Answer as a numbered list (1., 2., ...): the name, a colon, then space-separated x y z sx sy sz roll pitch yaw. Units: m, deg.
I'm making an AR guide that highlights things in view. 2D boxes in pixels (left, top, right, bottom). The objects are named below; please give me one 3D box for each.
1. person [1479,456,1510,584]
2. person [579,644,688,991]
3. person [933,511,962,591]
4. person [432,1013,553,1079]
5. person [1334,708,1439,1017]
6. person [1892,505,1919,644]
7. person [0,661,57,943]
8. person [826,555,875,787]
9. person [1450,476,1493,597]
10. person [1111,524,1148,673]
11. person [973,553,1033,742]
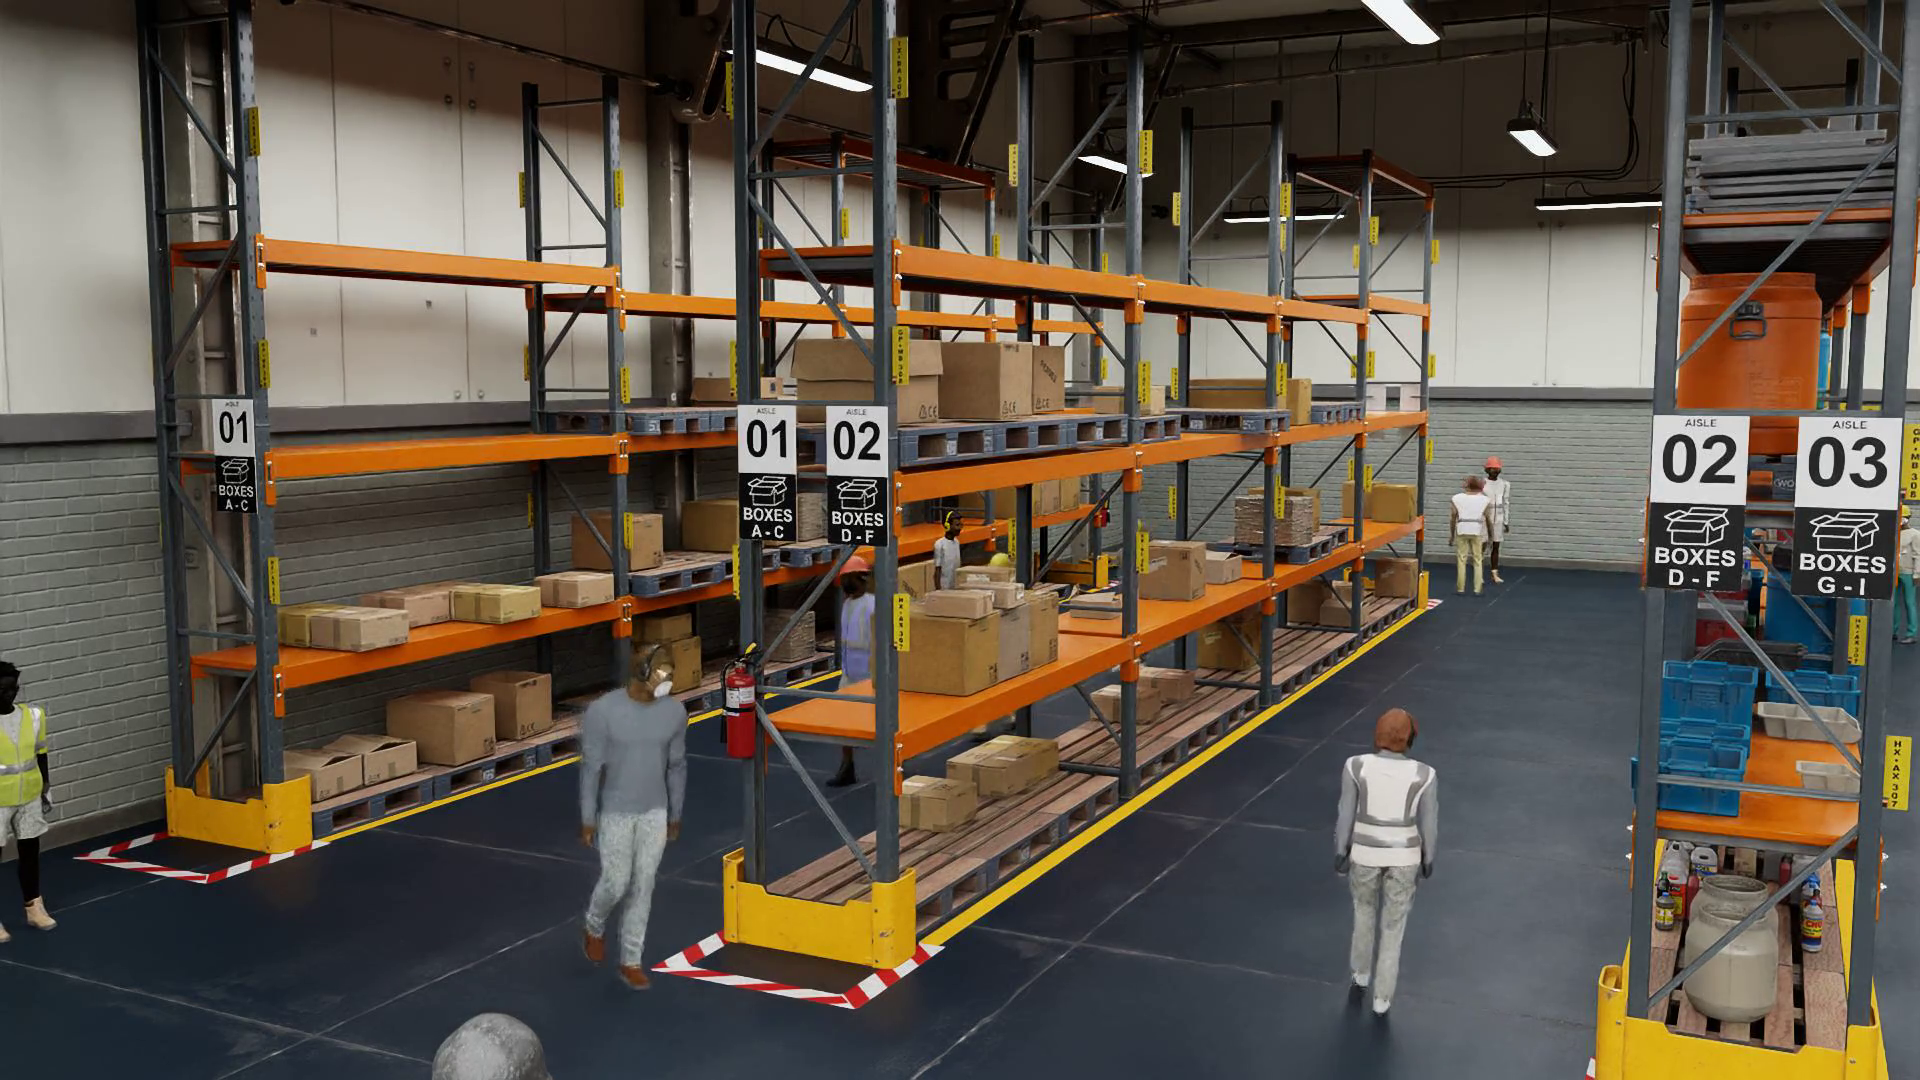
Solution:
1. person: 8.469 -0.313 26.504 0.607 2.048 0.369 -1 6 -7
2. person: -1.837 1.522 9.318 0.672 1.907 0.518 -4 7 -34
3. person: -0.126 0.602 18.528 0.324 1.861 0.512 3 7 27
4. person: -1.016 2.036 3.686 0.688 2.000 0.536 1 6 6
5. person: 2.307 1.699 8.992 0.528 1.608 0.692 2 6 19
6. person: 11.756 0.418 20.823 0.341 1.754 0.532 -3 6 -24
7. person: -5.740 1.560 10.014 0.319 1.689 0.537 4 7 31
8. person: -0.827 1.077 13.741 0.673 1.889 0.575 -5 8 -39
9. person: 7.691 -0.041 24.988 0.623 1.821 0.406 2 6 22
10. person: 1.934 0.645 18.737 0.492 1.719 0.660 3 7 30
11. person: 0.413 0.984 15.468 0.870 1.721 0.537 -4 7 -36
